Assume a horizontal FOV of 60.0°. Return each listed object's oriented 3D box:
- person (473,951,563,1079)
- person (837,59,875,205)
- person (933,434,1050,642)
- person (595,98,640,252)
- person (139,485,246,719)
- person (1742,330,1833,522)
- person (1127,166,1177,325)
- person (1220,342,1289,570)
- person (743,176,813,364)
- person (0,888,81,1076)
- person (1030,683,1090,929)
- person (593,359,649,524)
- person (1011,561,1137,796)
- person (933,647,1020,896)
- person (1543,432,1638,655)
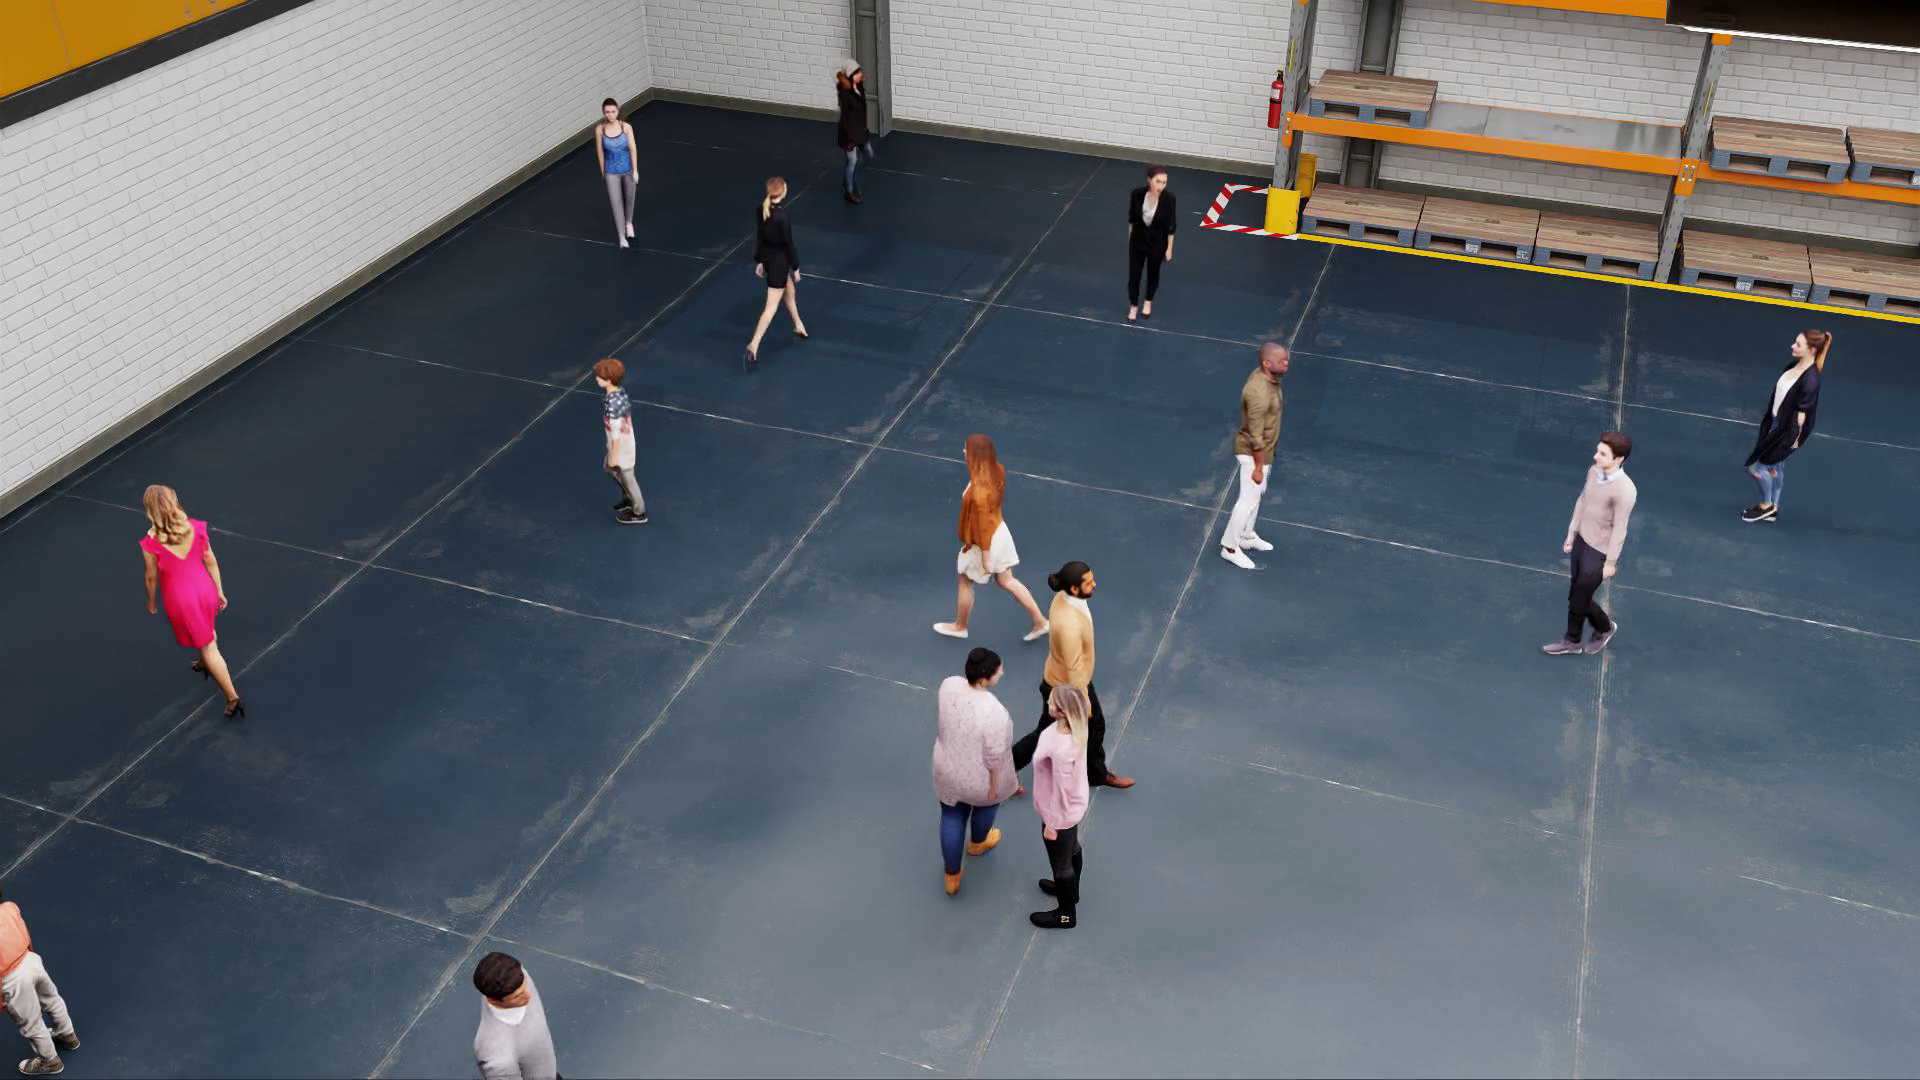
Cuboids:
[{"bbox_3d":[-2.073,2.519,7.576,1.015,1.905,0.960,-5,34,-8],"label":"person"},{"bbox_3d":[-1.241,-4.540,18.449,0.651,1.623,0.666,16,37,23],"label":"person"},{"bbox_3d":[0.280,0.031,11.513,1.086,1.689,0.628,14,36,20],"label":"person"},{"bbox_3d":[-3.568,-3.878,17.502,1.041,1.569,0.978,-7,34,-10],"label":"person"},{"bbox_3d":[-4.980,0.442,10.888,1.053,1.697,0.792,23,40,30],"label":"person"},{"bbox_3d":[6.467,-0.846,12.848,0.732,1.672,0.705,5,34,7],"label":"person"},{"bbox_3d":[1.798,-2.846,15.901,0.695,1.623,0.729,11,35,16],"label":"person"},{"bbox_3d":[2.216,-0.663,12.429,0.593,1.831,0.726,9,35,14],"label":"person"},{"bbox_3d":[-1.731,-2.416,15.169,1.160,1.718,0.979,28,43,35],"label":"person"},{"bbox_3d":[-4.840,2.230,8.547,0.508,1.310,0.508,6,34,10],"label":"person"},{"bbox_3d":[0.587,1.485,9.328,0.562,1.687,0.619,8,34,12],"label":"person"},{"bbox_3d":[-2.573,-0.760,12.937,0.645,1.431,0.608,-5,34,-7],"label":"person"},{"bbox_3d":[0.576,0.892,10.182,1.231,1.729,0.800,5,34,8],"label":"person"},{"bbox_3d":[0.040,1.340,9.528,0.836,1.707,0.822,17,37,24],"label":"person"},{"bbox_3d":[4.415,0.048,11.387,0.837,1.800,0.779,-5,34,-8],"label":"person"}]
